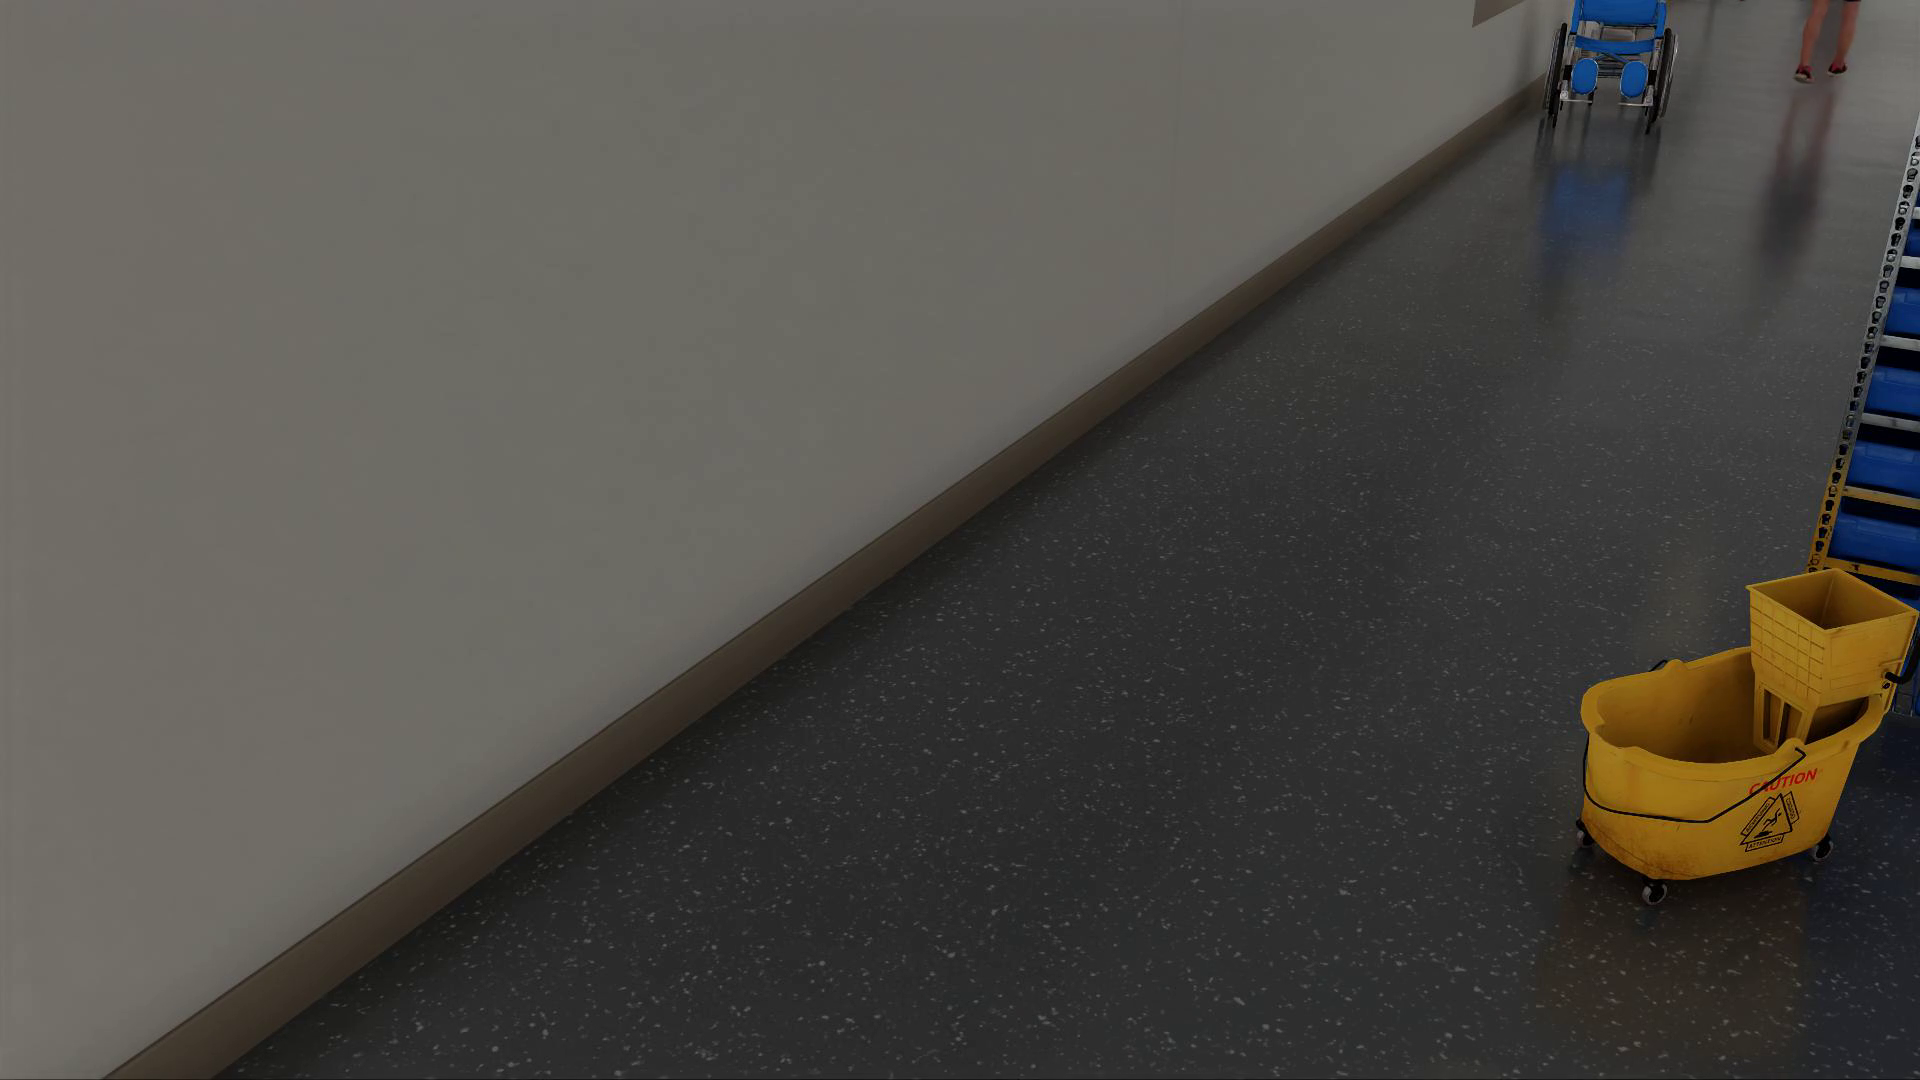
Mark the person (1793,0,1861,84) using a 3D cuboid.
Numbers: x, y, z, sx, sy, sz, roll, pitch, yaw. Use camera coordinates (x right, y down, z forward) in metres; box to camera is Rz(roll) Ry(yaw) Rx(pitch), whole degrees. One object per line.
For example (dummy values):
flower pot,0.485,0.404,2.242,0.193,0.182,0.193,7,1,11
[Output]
person,6.666,-4.356,12.612,1.150,1.808,0.800,19,31,34
